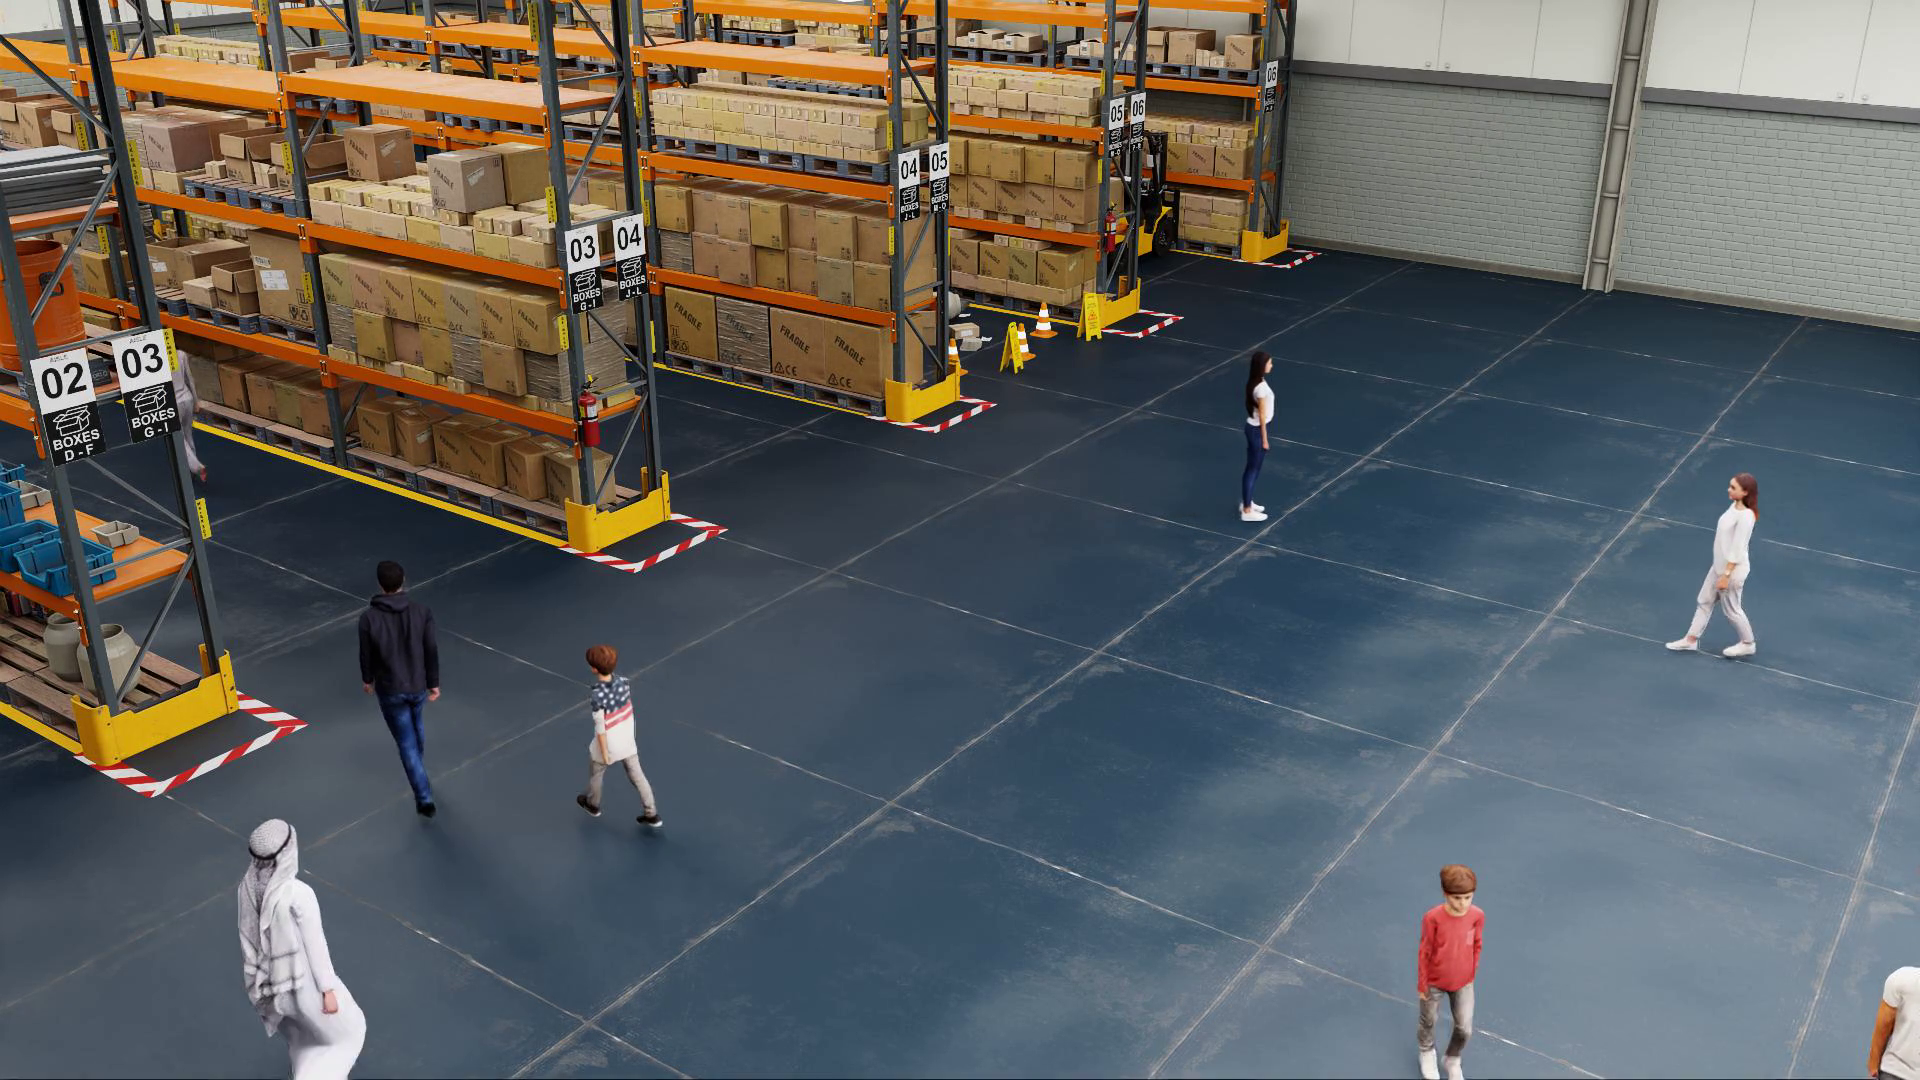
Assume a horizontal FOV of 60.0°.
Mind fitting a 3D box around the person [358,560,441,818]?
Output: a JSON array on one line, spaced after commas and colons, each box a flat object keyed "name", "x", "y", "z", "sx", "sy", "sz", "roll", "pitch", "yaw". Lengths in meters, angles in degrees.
[{"name": "person", "x": -3.949, "y": 1.104, "z": 11.832, "sx": 0.982, "sy": 1.837, "sz": 1.328, "roll": -15, "pitch": 27, "yaw": -31}]

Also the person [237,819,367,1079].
[{"name": "person", "x": -3.540, "y": 2.383, "z": 8.732, "sx": 0.862, "sy": 1.910, "sz": 0.840, "roll": 10, "pitch": 25, "yaw": 22}]

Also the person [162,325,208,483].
[{"name": "person", "x": -8.372, "y": -1.415, "z": 17.866, "sx": 0.869, "sy": 1.751, "sz": 0.595, "roll": 17, "pitch": 28, "yaw": 34}]

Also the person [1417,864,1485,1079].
[{"name": "person", "x": 2.714, "y": 2.399, "z": 9.337, "sx": 0.609, "sy": 1.407, "sz": 0.682, "roll": 1, "pitch": 23, "yaw": 2}]

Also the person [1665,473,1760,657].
[{"name": "person", "x": 6.590, "y": 0.244, "z": 14.073, "sx": 1.048, "sy": 1.666, "sz": 0.876, "roll": 3, "pitch": 23, "yaw": 8}]

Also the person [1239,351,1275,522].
[{"name": "person", "x": 3.018, "y": -1.073, "z": 17.035, "sx": 0.678, "sy": 1.773, "sz": 0.666, "roll": 1, "pitch": 23, "yaw": 3}]

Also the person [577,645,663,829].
[{"name": "person", "x": -2.375, "y": 1.404, "z": 11.677, "sx": 0.982, "sy": 1.406, "sz": 0.553, "roll": 17, "pitch": 28, "yaw": 34}]
